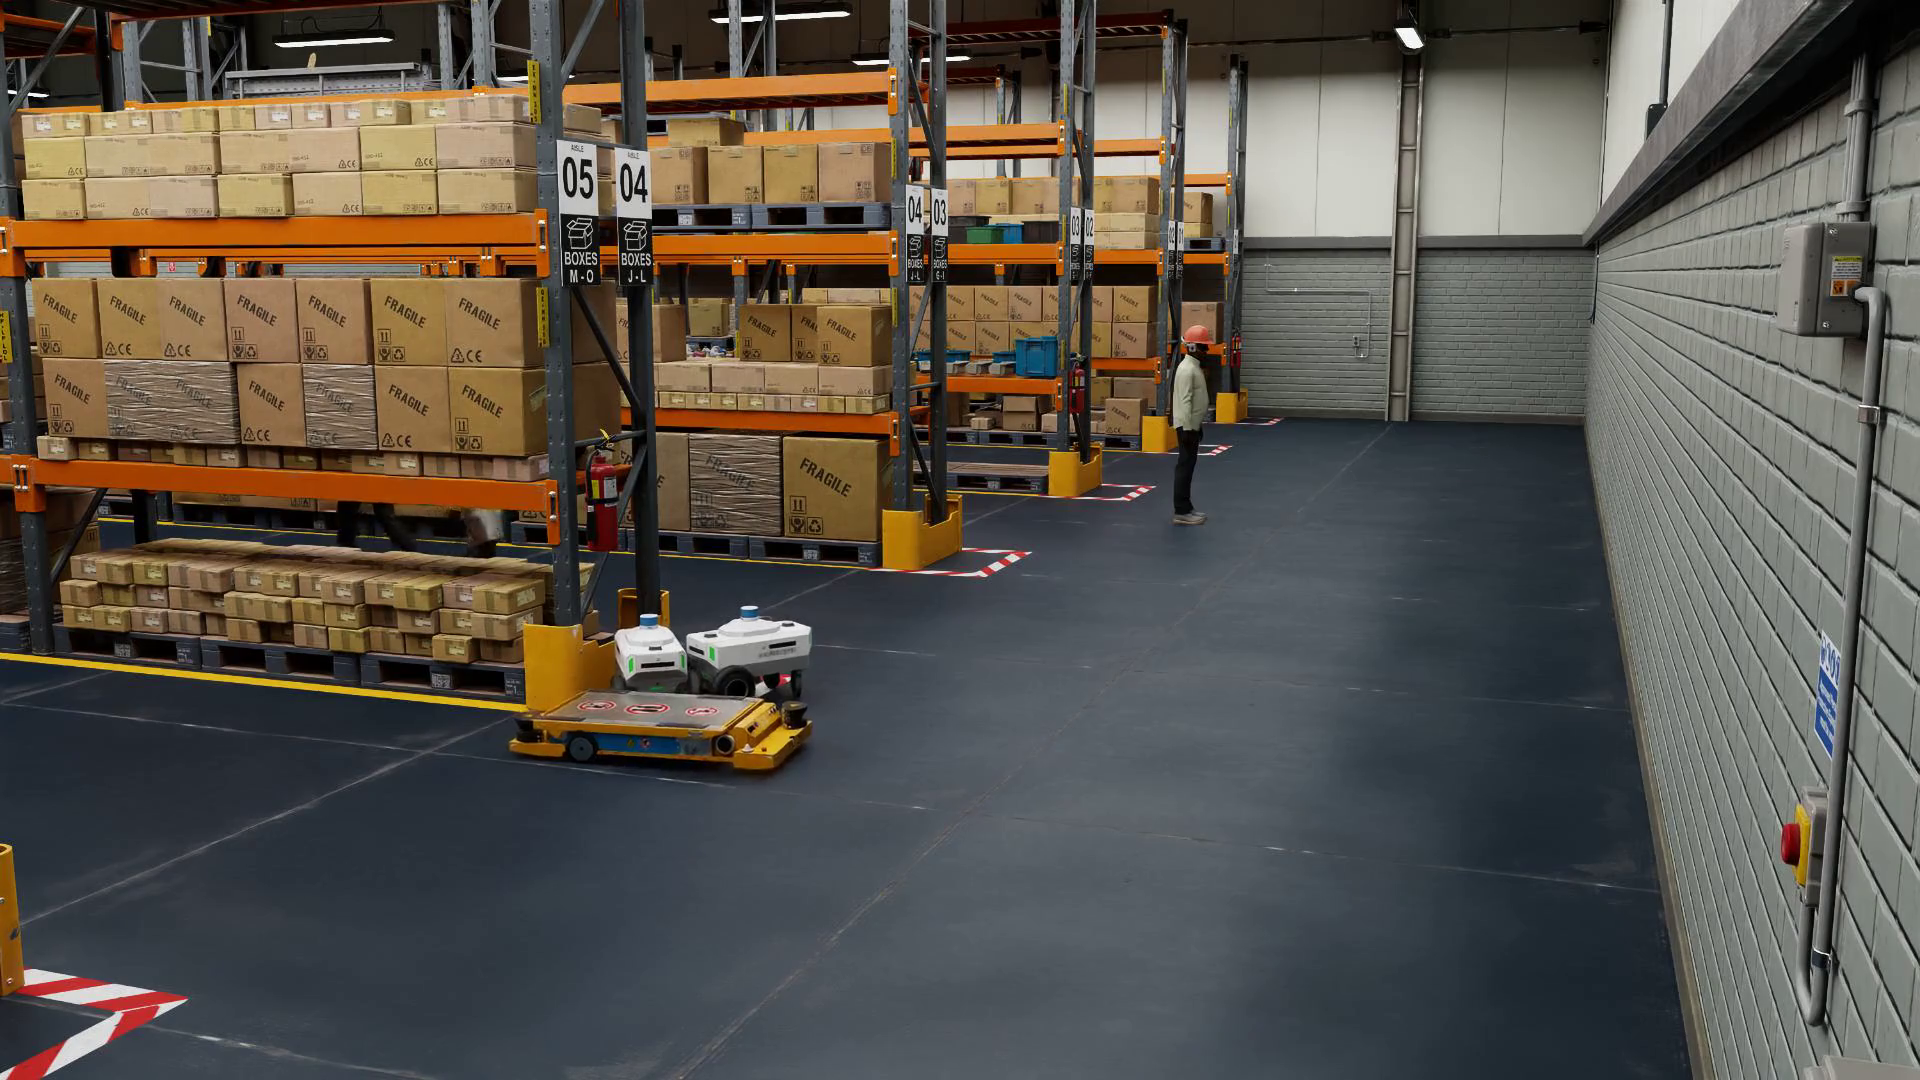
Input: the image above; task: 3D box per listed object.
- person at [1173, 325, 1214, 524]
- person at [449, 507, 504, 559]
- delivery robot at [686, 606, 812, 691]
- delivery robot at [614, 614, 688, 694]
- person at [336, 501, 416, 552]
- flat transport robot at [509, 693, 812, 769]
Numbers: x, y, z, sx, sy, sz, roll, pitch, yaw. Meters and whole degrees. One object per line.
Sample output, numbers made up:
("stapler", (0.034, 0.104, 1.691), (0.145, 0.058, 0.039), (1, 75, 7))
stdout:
("person", (2.332, -1.154, 16.688), (0.402, 1.988, 0.611), (2, 9, 14))
("person", (-3.469, -0.327, 11.771), (0.796, 1.916, 0.548), (4, 10, 22))
("delivery robot", (-1.226, 0.629, 9.727), (0.707, 0.478, 0.477), (-7, 11, -36))
("delivery robot", (-1.772, 0.666, 9.497), (0.477, 0.478, 0.707), (-3, 10, -17))
("person", (-4.705, -0.546, 13.262), (0.996, 1.877, 0.609), (4, 10, 23))
("flat transport robot", (-1.557, 0.979, 8.719), (1.431, 0.197, 0.652), (2, 9, 11))
